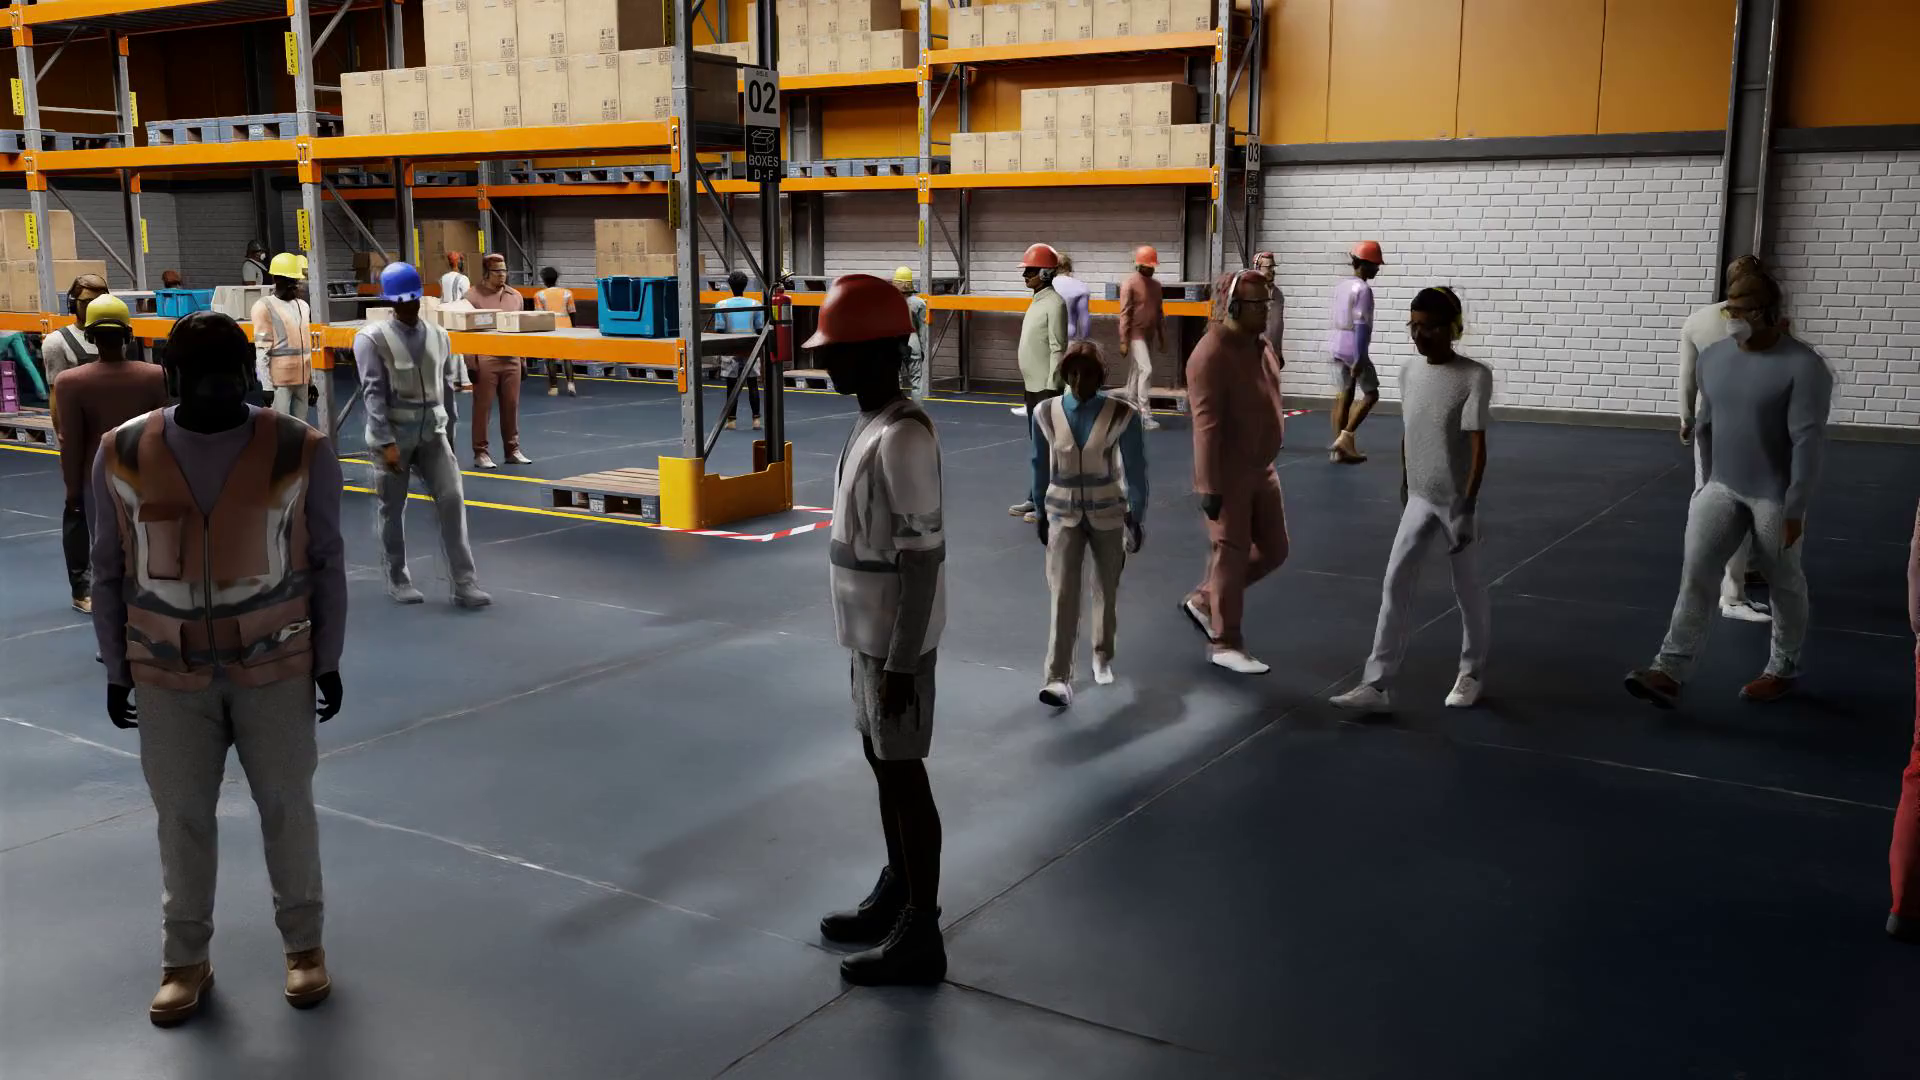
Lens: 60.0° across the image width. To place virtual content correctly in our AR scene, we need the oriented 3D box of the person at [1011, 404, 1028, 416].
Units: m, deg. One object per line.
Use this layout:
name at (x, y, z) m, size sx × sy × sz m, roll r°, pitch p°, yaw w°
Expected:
person at (1.104, -2.272, 18.908) m, size 1.036 × 1.806 × 0.551 m, roll 6°, pitch 12°, yaw 29°

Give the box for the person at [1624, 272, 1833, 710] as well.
person at (3.305, -0.179, 7.056) m, size 1.046 × 1.878 × 0.646 m, roll -6°, pitch 12°, yaw -30°

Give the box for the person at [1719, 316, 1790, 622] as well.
person at (4.272, -0.391, 8.921) m, size 0.279 × 1.634 × 0.499 m, roll 4°, pitch 11°, yaw 23°

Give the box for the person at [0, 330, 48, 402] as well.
person at (-11.883, -2.516, 20.565) m, size 0.997 × 1.671 × 0.537 m, roll 0°, pitch 10°, yaw -2°

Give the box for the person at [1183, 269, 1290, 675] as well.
person at (1.295, -0.317, 7.804) m, size 0.465 × 1.888 × 0.665 m, roll 8°, pitch 13°, yaw 39°

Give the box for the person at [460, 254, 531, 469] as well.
person at (-4.129, -1.589, 14.848) m, size 0.395 × 1.899 × 0.637 m, roll 9°, pitch 13°, yaw 40°

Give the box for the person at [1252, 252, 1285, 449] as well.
person at (2.909, -1.808, 16.021) m, size 0.640 × 1.909 × 0.409 m, roll -9°, pitch 14°, yaw -41°

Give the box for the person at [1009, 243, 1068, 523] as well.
person at (0.587, -1.124, 11.986) m, size 0.379 × 1.996 × 0.611 m, roll -3°, pitch 11°, yaw -14°

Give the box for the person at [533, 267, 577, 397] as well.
person at (-5.198, -2.675, 21.488) m, size 0.570 × 1.677 × 0.620 m, roll -5°, pitch 11°, yaw -26°

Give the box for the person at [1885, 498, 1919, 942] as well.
person at (2.877, 0.319, 4.625) m, size 0.331 × 1.767 × 0.527 m, roll -3°, pitch 11°, yaw -14°

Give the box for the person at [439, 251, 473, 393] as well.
person at (-6.617, -2.889, 22.092) m, size 0.601 × 1.880 × 0.431 m, roll 9°, pitch 14°, yaw 42°

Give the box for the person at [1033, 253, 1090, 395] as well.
person at (1.071, -2.132, 17.896) m, size 0.687 × 1.892 × 0.603 m, roll 6°, pitch 12°, yaw 29°

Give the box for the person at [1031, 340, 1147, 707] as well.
person at (0.561, -0.077, 7.309) m, size 0.536 × 1.584 × 0.876 m, roll 2°, pitch 11°, yaw 13°

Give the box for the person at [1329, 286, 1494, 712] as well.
person at (1.985, -0.141, 7.002) m, size 0.933 × 1.818 × 0.552 m, roll -8°, pitch 13°, yaw -37°

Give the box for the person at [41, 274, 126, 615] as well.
person at (-4.719, -0.525, 9.096) m, size 0.348 × 1.842 × 0.505 m, roll 4°, pitch 11°, yaw 20°

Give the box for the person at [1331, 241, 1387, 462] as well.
person at (3.618, -1.696, 15.111) m, size 0.477 × 2.017 × 0.600 m, roll -2°, pitch 11°, yaw -13°

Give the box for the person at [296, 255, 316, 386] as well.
person at (-8.284, -2.670, 21.000) m, size 0.404 × 1.833 × 0.588 m, roll 6°, pitch 12°, yaw 32°

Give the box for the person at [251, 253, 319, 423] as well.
person at (-5.159, -1.238, 12.812) m, size 0.383 × 1.922 × 0.593 m, roll 3°, pitch 11°, yaw 15°

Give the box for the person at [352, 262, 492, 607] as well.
person at (-2.933, -0.548, 9.047) m, size 0.895 × 1.893 × 0.617 m, roll 9°, pitch 14°, yaw 41°

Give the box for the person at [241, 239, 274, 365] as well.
person at (-11.355, -3.869, 27.068) m, size 0.538 × 2.000 × 0.684 m, roll -2°, pitch 10°, yaw -10°

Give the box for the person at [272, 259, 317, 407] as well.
person at (-8.026, -2.509, 20.109) m, size 0.600 × 1.830 × 0.404 m, roll -10°, pitch 14°, yaw -44°

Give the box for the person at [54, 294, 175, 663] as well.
person at (-4.003, -0.282, 7.952) m, size 0.523 × 1.769 × 0.313 m, roll -7°, pitch 13°, yaw -35°

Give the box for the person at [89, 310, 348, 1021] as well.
person at (-1.923, 0.328, 4.362) m, size 0.627 × 1.847 × 0.429 m, roll -3°, pitch 11°, yaw -16°

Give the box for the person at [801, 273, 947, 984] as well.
person at (-0.233, 0.247, 4.556) m, size 0.378 × 1.932 × 0.551 m, roll -2°, pitch 11°, yaw -13°

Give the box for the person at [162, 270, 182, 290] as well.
person at (-11.038, -2.996, 23.452) m, size 0.592 × 1.605 × 0.338 m, roll 6°, pitch 12°, yaw 29°

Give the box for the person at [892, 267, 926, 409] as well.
person at (-0.595, -2.009, 17.588) m, size 0.485 × 1.744 × 0.295 m, roll -2°, pitch 10°, yaw -13°

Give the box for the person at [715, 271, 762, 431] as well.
person at (-2.340, -2.007, 17.700) m, size 0.540 × 1.696 × 0.317 m, roll -3°, pitch 11°, yaw -16°

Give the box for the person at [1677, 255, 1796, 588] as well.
person at (4.529, -0.691, 9.749) m, size 0.629 × 1.937 × 0.379 m, roll 9°, pitch 14°, yaw 41°

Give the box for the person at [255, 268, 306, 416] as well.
person at (-5.252, -1.216, 12.977) m, size 0.439 × 1.828 × 0.597 m, roll -2°, pitch 10°, yaw -9°

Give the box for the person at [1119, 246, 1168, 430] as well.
person at (1.991, -2.149, 17.796) m, size 0.759 × 1.946 × 0.582 m, roll 8°, pitch 13°, yaw 39°
